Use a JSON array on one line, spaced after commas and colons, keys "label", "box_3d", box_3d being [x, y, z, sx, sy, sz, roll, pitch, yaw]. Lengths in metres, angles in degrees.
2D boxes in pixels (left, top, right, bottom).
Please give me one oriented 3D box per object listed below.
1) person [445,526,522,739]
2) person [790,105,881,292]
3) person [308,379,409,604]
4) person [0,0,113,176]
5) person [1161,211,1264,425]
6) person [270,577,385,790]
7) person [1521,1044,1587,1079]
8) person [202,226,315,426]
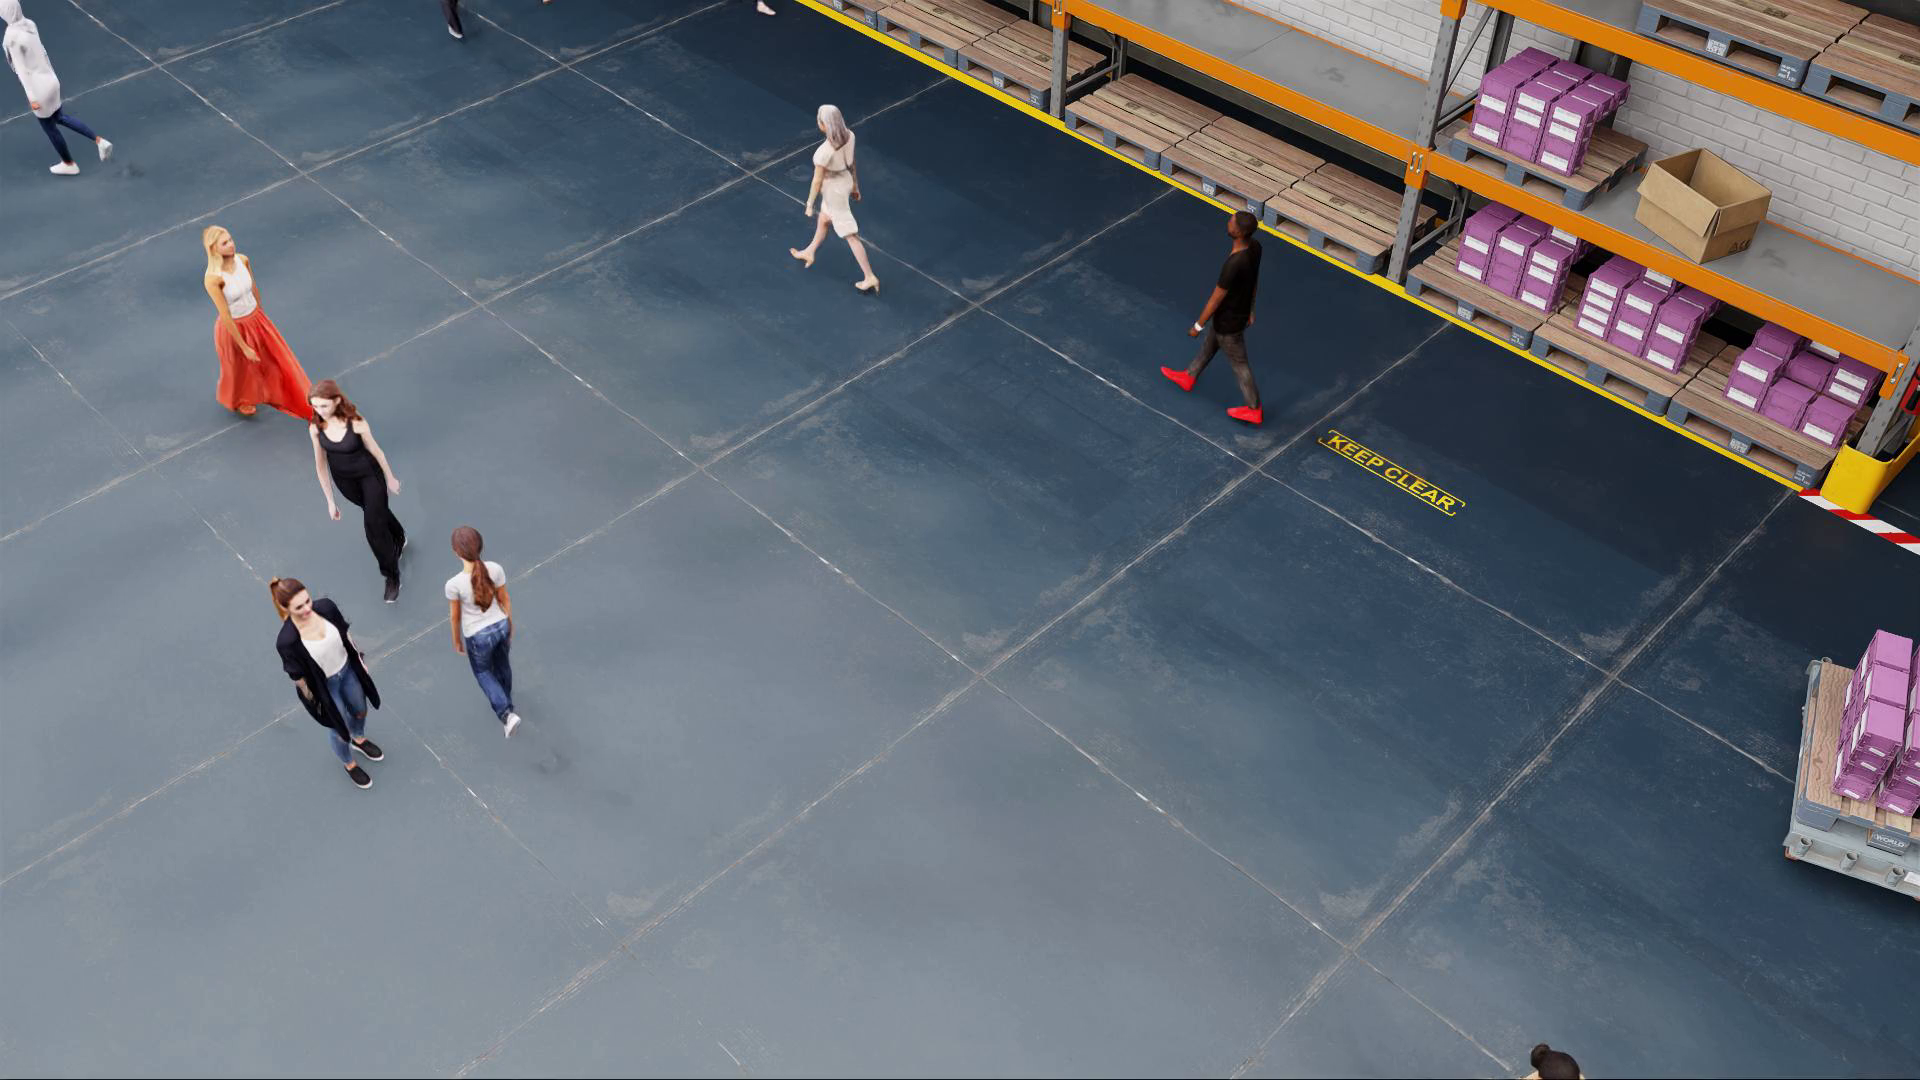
[{"label": "person", "box_3d": [-2.917, 0.603, 10.366, 0.653, 1.541, 0.855, -29, 51, -27]}, {"label": "person", "box_3d": [-0.934, -2.774, 13.807, 1.208, 1.687, 0.836, 21, 48, 21]}, {"label": "person", "box_3d": [-4.077, -0.484, 11.384, 0.951, 1.711, 0.992, 1, 44, 1]}, {"label": "person", "box_3d": [-8.281, -4.112, 15.156, 0.992, 1.762, 0.924, 1, 44, 1]}, {"label": "person", "box_3d": [2.127, -1.629, 12.552, 1.235, 1.758, 0.872, 21, 47, 21]}, {"label": "person", "box_3d": [-3.823, 0.809, 10.049, 0.669, 1.680, 0.703, 22, 48, 22]}, {"label": "person", "box_3d": [2.590, 2.840, 7.874, 0.803, 1.741, 0.927, -19, 47, -19]}, {"label": "person", "box_3d": [-5.443, -1.557, 12.486, 1.346, 1.746, 0.934, 17, 46, 17]}]
